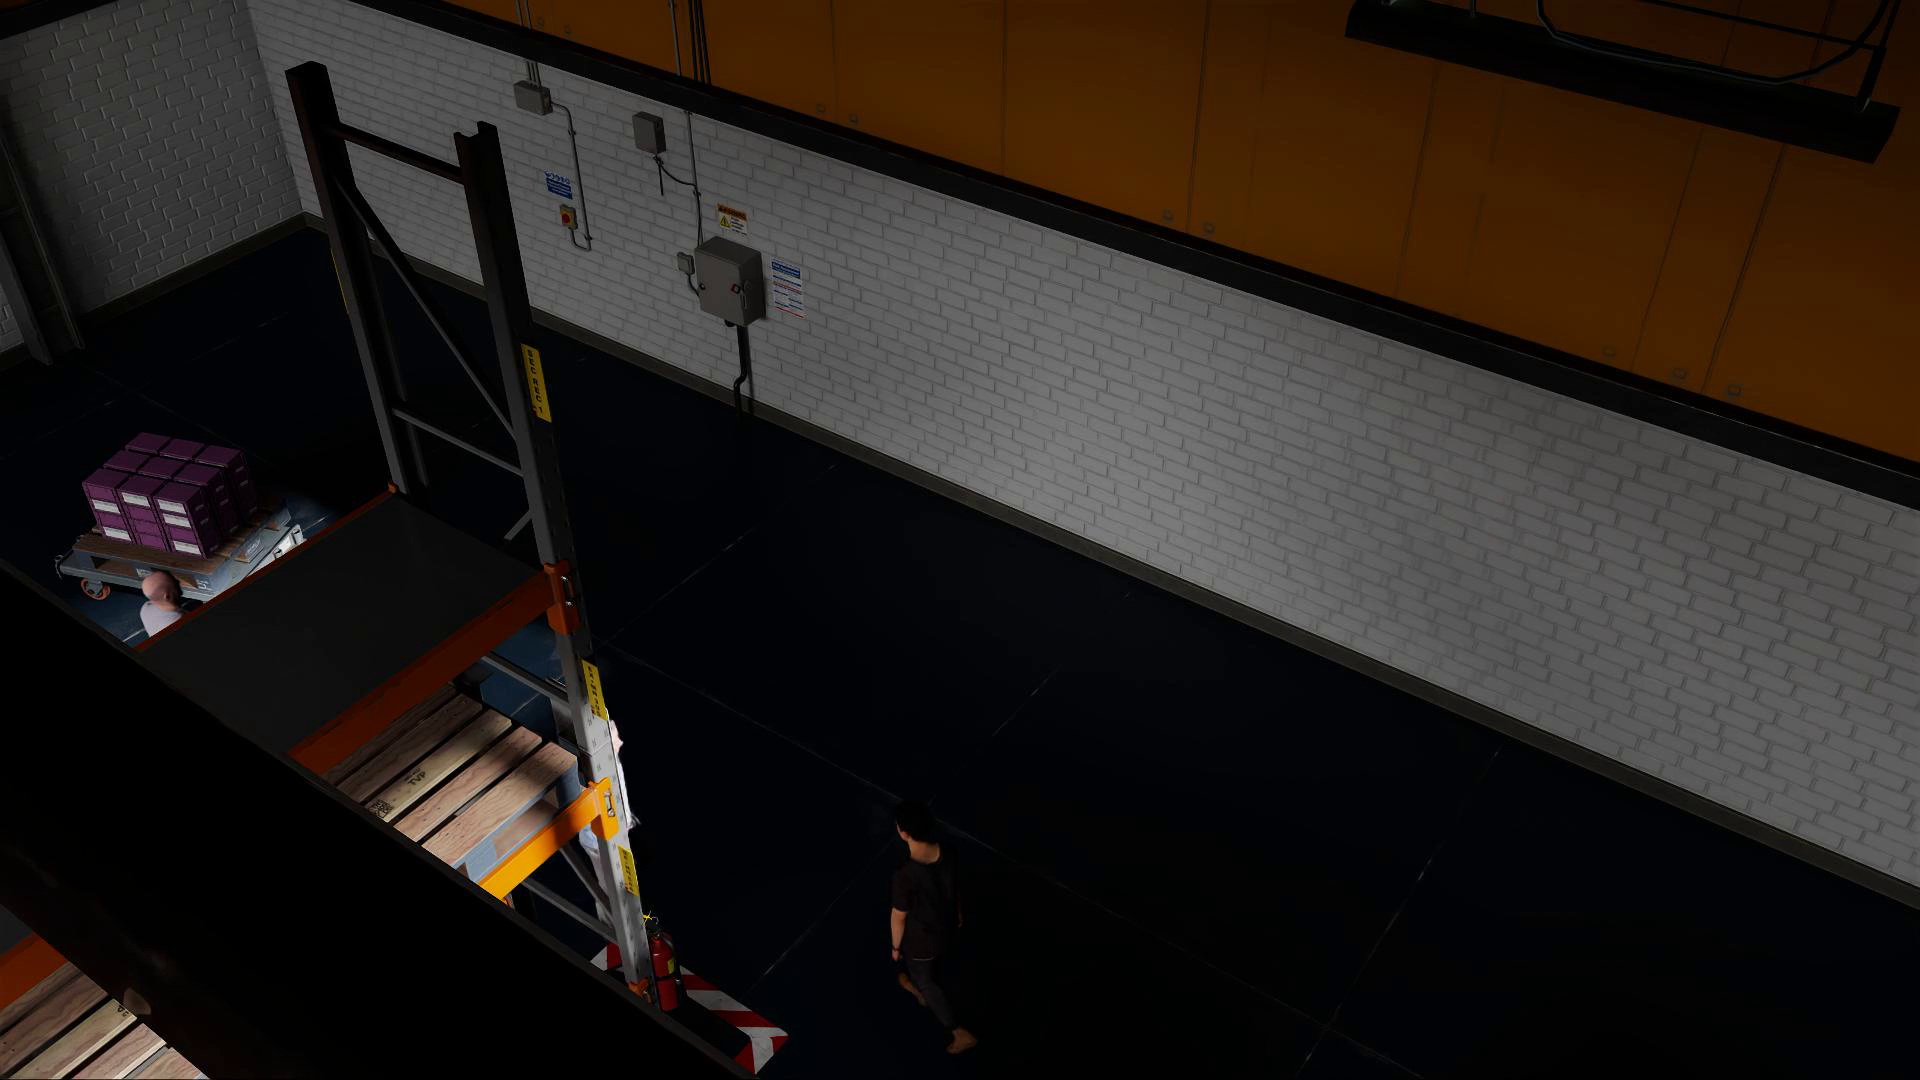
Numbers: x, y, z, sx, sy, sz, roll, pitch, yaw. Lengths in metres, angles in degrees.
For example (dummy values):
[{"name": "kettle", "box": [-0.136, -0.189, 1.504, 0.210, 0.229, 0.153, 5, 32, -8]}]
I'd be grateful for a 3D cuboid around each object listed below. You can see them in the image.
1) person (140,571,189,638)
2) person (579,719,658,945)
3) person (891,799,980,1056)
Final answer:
[{"name": "person", "box": [-5.016, 0.927, 10.925, 0.661, 1.832, 0.566, 22, 44, 25]}, {"name": "person", "box": [-2.169, 1.748, 9.858, 0.861, 1.880, 0.782, 0, 39, 0]}, {"name": "person", "box": [-0.127, 2.223, 9.422, 0.786, 1.681, 0.960, 28, 46, 30]}]
